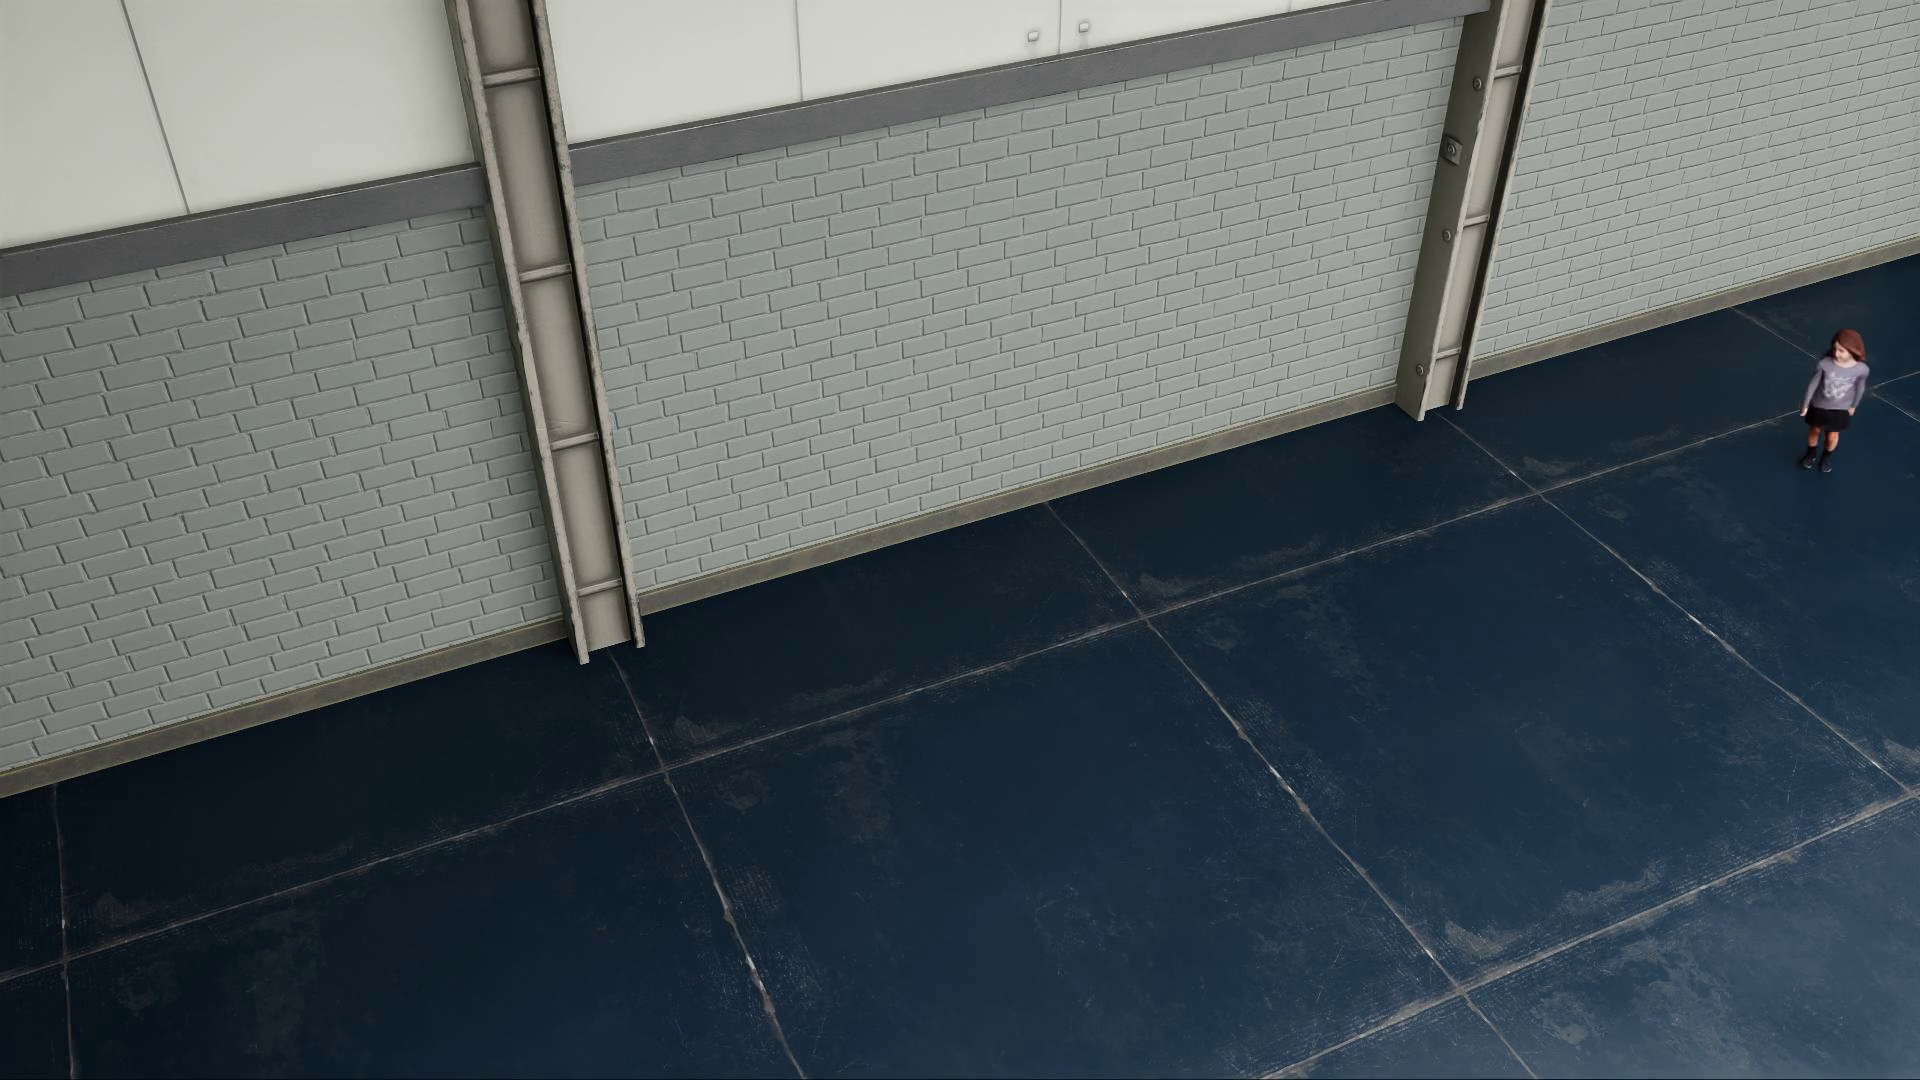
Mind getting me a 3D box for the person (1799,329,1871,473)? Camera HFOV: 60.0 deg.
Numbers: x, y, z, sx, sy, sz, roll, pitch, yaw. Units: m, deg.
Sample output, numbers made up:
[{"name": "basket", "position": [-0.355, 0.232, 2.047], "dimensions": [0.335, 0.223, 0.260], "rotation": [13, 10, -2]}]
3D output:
[{"name": "person", "position": [5.748, -0.924, 10.932], "dimensions": [0.578, 1.076, 0.626], "rotation": [11, 39, 13]}]
